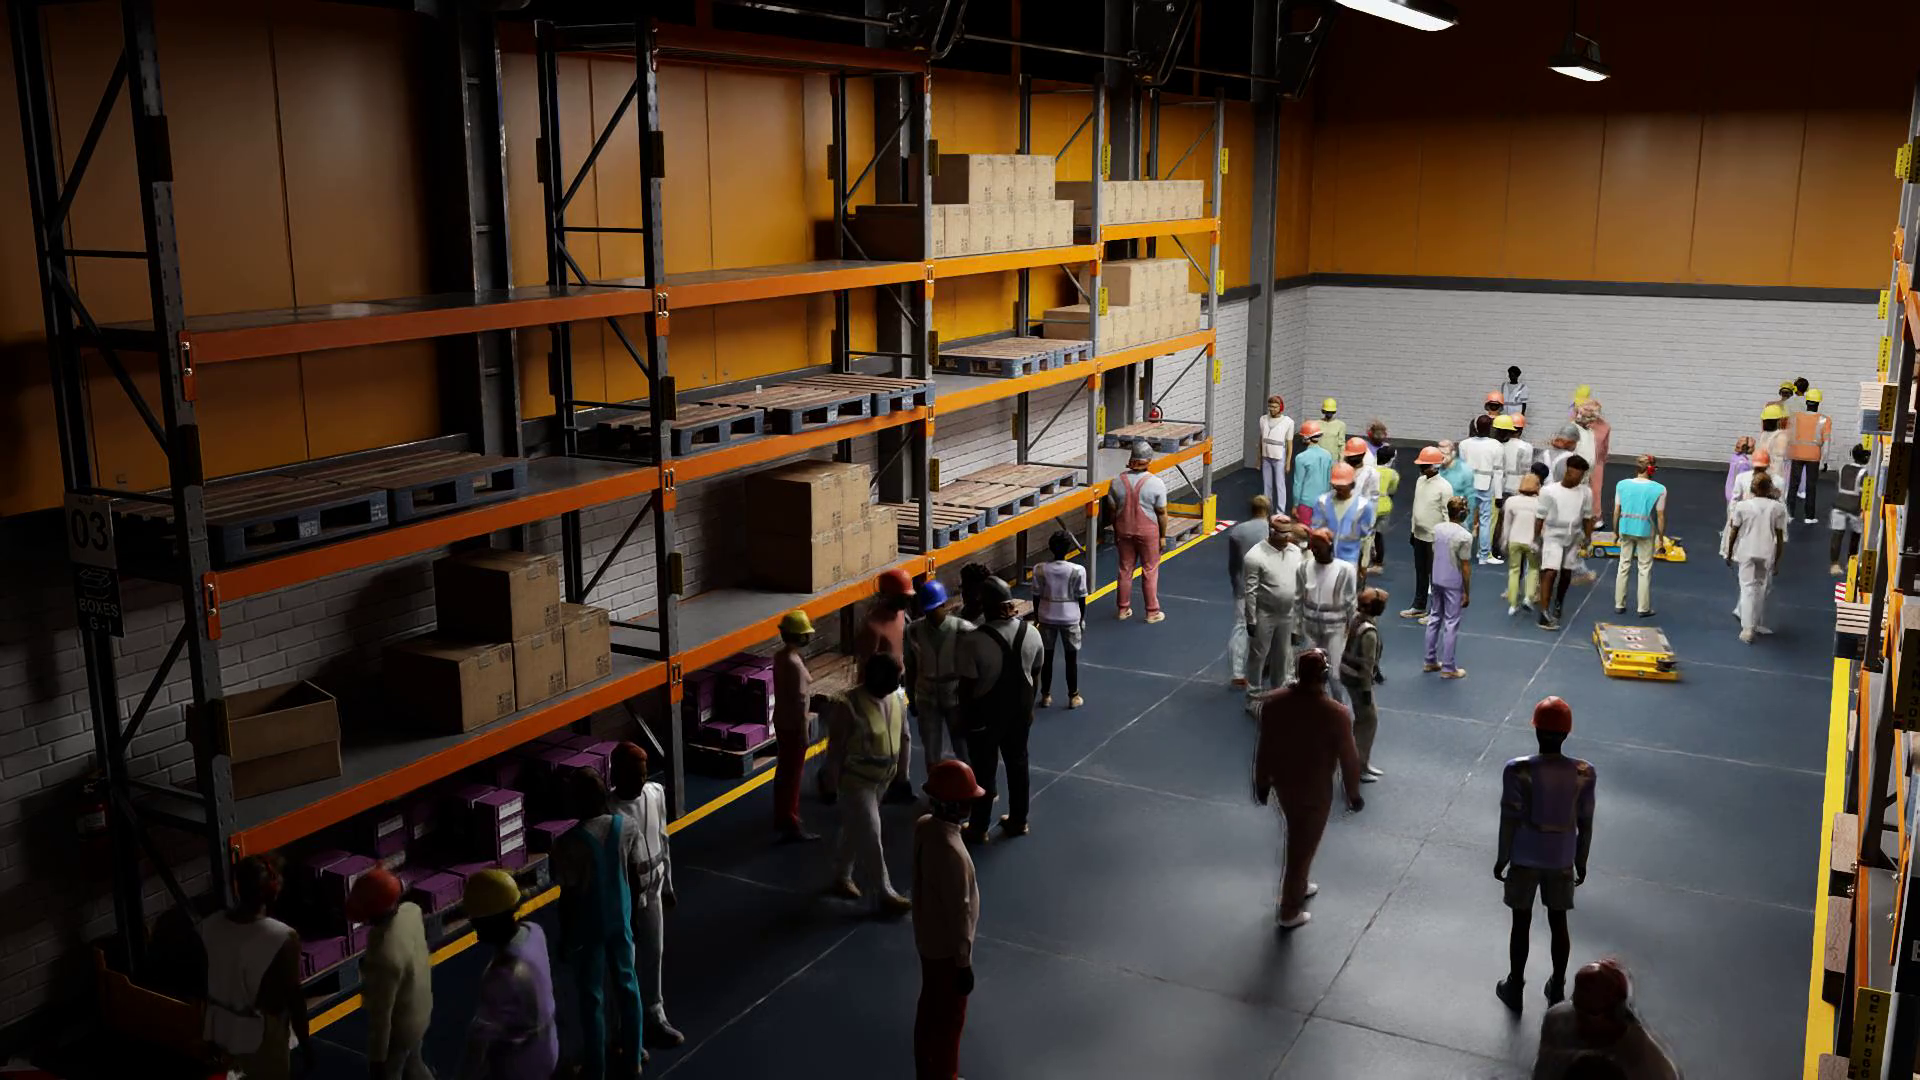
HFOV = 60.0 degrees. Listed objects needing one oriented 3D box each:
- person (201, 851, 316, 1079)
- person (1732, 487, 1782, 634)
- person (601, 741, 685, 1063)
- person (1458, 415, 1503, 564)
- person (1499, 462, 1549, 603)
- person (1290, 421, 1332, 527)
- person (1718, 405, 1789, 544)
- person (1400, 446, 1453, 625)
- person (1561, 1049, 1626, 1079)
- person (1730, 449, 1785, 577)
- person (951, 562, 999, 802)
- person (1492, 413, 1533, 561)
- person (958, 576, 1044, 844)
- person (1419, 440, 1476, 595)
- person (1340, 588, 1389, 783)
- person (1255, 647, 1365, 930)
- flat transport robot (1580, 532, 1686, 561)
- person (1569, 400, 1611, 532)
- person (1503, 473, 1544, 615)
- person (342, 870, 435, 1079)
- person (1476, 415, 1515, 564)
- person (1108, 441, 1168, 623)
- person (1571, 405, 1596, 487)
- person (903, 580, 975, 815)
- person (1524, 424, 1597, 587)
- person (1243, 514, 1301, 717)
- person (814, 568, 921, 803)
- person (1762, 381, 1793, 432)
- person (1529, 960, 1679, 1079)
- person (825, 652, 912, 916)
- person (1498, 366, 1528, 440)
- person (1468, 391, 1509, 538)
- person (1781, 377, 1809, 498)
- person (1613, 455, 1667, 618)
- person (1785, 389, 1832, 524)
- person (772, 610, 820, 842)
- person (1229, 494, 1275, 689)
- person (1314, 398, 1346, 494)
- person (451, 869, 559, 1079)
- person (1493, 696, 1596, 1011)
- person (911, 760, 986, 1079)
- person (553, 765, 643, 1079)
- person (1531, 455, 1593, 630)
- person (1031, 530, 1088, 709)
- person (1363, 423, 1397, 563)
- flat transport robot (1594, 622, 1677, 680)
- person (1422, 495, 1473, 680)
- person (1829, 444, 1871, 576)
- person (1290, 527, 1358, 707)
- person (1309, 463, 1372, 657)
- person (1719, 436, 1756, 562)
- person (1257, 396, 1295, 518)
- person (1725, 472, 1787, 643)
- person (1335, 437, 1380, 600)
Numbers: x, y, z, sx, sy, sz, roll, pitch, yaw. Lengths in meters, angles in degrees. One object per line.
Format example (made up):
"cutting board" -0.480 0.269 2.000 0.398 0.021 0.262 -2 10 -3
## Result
"person" -3.404 2.399 7.905 0.597 1.812 0.726 6 14 26
"person" 8.711 0.219 18.056 0.358 1.627 0.532 4 13 16
"person" -1.847 2.029 9.399 0.371 1.878 0.588 8 15 33
"person" 6.644 -0.647 21.280 0.591 1.921 0.393 11 16 39
"person" 6.630 -0.078 19.253 0.551 1.675 0.553 -3 13 -13
"person" 4.277 -0.472 20.363 0.608 1.987 0.403 -10 16 -37
"person" 10.815 -0.876 22.396 0.898 1.880 0.611 0 13 -1
"person" 5.198 -0.057 18.469 0.388 1.990 0.624 -5 13 -20
"person" 2.279 2.697 6.360 0.657 1.910 0.730 2 13 11
"person" 9.699 -0.301 20.223 0.578 1.711 0.729 9 16 36
"person" 0.112 1.137 13.184 0.366 1.966 0.607 -11 17 -42
"person" 7.091 -0.673 21.390 0.547 1.930 0.380 12 17 43
"person" 0.262 1.252 12.505 0.681 2.000 0.535 -7 14 -28
"person" 5.716 -0.256 19.621 0.717 1.883 0.443 7 14 27
"person" 3.335 1.185 13.724 0.397 1.622 0.555 1 13 3
"person" 2.374 1.637 11.153 0.794 1.882 0.659 -11 16 -40
"flat transport robot" 8.715 0.068 21.801 1.431 0.197 0.652 4 13 18
"person" 8.792 -1.068 23.387 0.651 1.849 1.044 0 13 1
"person" 6.400 0.051 18.842 0.513 1.617 0.399 6 14 27
"person" -2.781 2.382 8.232 0.400 1.698 0.648 1 13 3
"person" 6.859 -0.652 21.310 0.397 1.919 0.588 2 13 8
"person" 2.017 -0.099 18.550 0.682 2.000 0.537 7 14 28
"person" 8.326 -0.882 22.395 0.402 1.896 0.652 12 17 42
"person" -0.130 1.207 12.995 0.635 1.917 0.670 3 13 12
"person" 7.274 -0.439 20.075 0.977 2.000 0.696 -7 14 -28
"person" 2.901 0.691 15.339 0.644 1.900 0.399 -7 14 -28
"person" -0.752 1.146 13.206 0.858 1.945 0.647 6 14 25
"person" 12.787 -1.597 25.913 0.535 1.753 0.341 6 14 25
"person" 2.704 2.591 6.924 0.887 1.867 0.684 -6 14 -25
"person" -0.585 1.639 11.330 0.867 1.794 0.657 10 16 37
"person" 9.436 -2.142 28.479 0.533 1.696 0.318 11 17 40
"person" 7.231 -1.022 22.716 0.611 2.032 0.411 3 13 15
"person" 12.839 -1.564 25.536 0.505 1.861 0.330 0 13 0
"person" 7.639 -0.043 18.750 0.567 1.840 0.375 11 17 42
"person" 12.061 -1.191 23.696 0.593 1.924 0.381 10 16 38
"person" -1.238 1.388 12.522 0.331 1.765 0.532 -6 14 -23
"person" 2.902 0.490 16.340 0.633 1.849 1.095 8 15 31
"person" 5.288 -1.175 24.003 0.526 1.762 0.339 1 13 5
"person" -2.146 2.408 7.642 0.706 1.894 0.593 -1 13 -5
"person" 3.478 1.872 9.958 0.553 1.935 0.363 1 13 3
"person" -0.060 2.109 8.768 0.387 1.992 0.626 -5 13 -19
"person" -1.974 2.117 9.086 0.507 1.840 0.343 -10 16 -39
"person" 6.669 0.000 18.418 0.664 1.918 0.811 -1 13 -4
"person" 0.928 0.747 15.538 0.533 1.697 0.322 3 13 14
"person" 5.345 -0.640 21.557 0.578 1.790 1.013 2 13 7
"flat transport robot" 6.922 1.123 17.079 0.652 0.197 1.431 4 13 16
"person" 4.861 0.463 16.509 0.349 1.837 0.502 -7 14 -29
"person" 11.113 -0.385 20.696 0.786 1.642 0.530 -7 14 -29
"person" 3.249 0.801 14.900 0.598 1.869 0.413 9 16 36
"person" 3.904 0.209 17.246 0.635 2.015 0.817 6 14 25
"person" 10.018 -0.533 21.426 0.313 1.629 0.525 3 13 12
"person" 4.495 -1.145 23.704 0.398 1.836 0.561 -12 17 -42
"person" 8.538 0.156 17.928 0.514 1.812 0.865 3 13 11
"person" 4.622 -0.253 19.492 0.547 1.930 0.384 10 16 37
